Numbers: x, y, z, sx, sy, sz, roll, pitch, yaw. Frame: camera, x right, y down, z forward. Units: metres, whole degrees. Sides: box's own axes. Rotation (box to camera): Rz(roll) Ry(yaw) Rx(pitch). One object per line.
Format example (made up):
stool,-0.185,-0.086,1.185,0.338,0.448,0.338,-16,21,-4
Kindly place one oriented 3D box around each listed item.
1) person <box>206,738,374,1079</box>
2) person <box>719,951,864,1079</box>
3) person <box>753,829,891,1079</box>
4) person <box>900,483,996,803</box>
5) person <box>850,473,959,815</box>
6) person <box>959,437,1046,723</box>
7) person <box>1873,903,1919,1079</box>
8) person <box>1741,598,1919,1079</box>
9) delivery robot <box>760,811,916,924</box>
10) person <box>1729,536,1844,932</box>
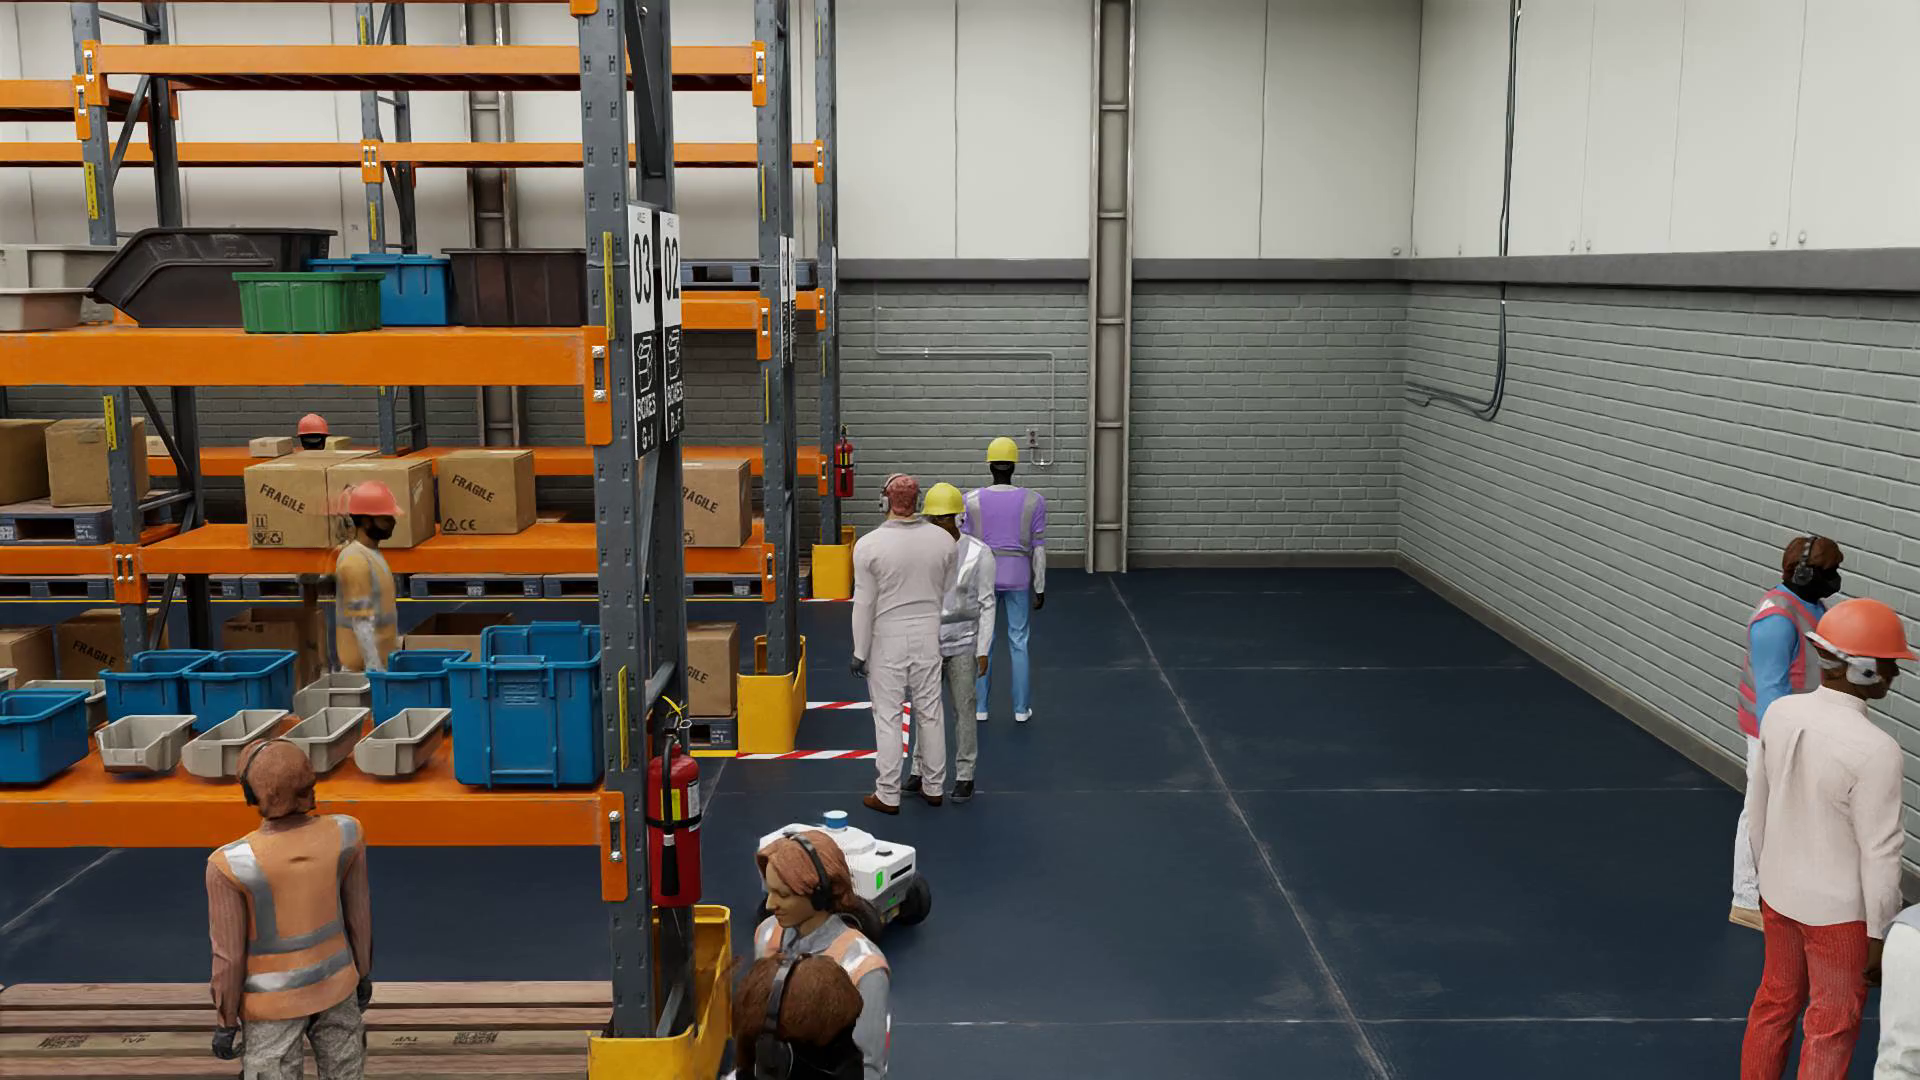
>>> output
person,-2.015,1.404,5.054,0.310,1.636,0.523,7,12,38
person,-0.365,1.639,3.163,0.984,1.796,0.629,5,10,26
person,-0.359,1.532,4.294,0.318,1.631,0.524,-9,13,-42
person,-0.095,0.581,9.491,0.586,1.835,0.403,4,10,23
person,-0.328,0.575,9.310,0.652,1.906,0.403,-5,11,-29
person,0.282,0.271,11.144,0.588,1.918,0.392,0,9,1
person,2.393,1.446,3.842,0.614,1.946,0.390,-1,9,-9
person,2.825,1.169,5.407,0.398,1.989,0.621,-2,9,-9
delivery robot,-0.564,1.482,7.597,0.707,0.478,0.477,6,11,30
person,3.825,0.883,7.661,0.431,1.835,0.624,8,12,41
